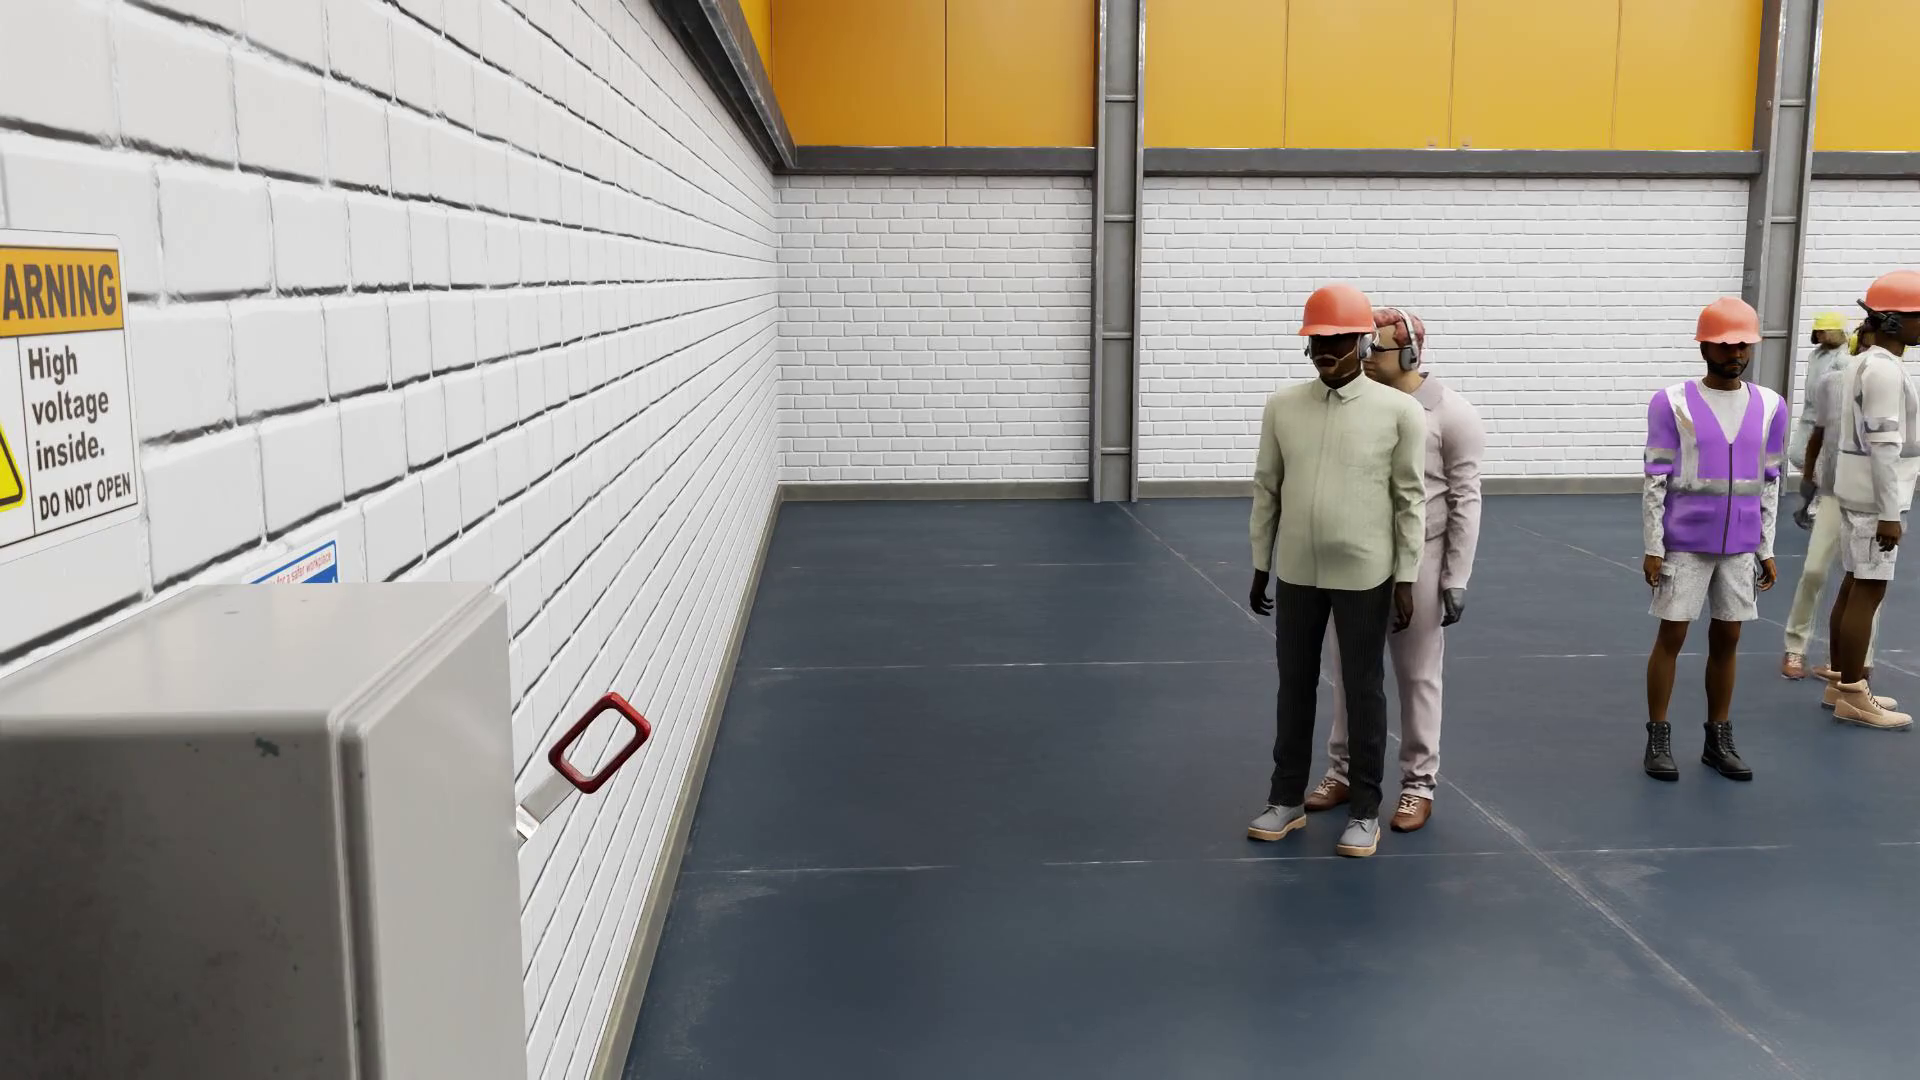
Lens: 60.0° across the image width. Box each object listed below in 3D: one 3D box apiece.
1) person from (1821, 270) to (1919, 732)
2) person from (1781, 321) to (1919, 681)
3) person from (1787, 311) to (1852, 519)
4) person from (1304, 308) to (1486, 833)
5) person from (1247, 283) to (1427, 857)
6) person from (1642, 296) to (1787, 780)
[{"bbox_3d":[4.139,-0.180,7.478,0.370,2.044,0.608,3,10,20],"label":"person"},{"bbox_3d":[4.396,-0.188,8.208,0.392,1.848,0.571,-8,12,-41],"label":"person"},{"bbox_3d":[7.104,-1.024,13.737,0.365,1.725,0.514,-1,9,-9],"label":"person"},{"bbox_3d":[1.559,0.109,6.102,0.644,1.904,0.399,8,12,42],"label":"person"},{"bbox_3d":[1.305,0.105,5.841,0.622,1.993,0.382,6,11,31],"label":"person"},{"bbox_3d":[3.012,0.003,6.661,0.545,1.938,0.356,0,9,1],"label":"person"}]
